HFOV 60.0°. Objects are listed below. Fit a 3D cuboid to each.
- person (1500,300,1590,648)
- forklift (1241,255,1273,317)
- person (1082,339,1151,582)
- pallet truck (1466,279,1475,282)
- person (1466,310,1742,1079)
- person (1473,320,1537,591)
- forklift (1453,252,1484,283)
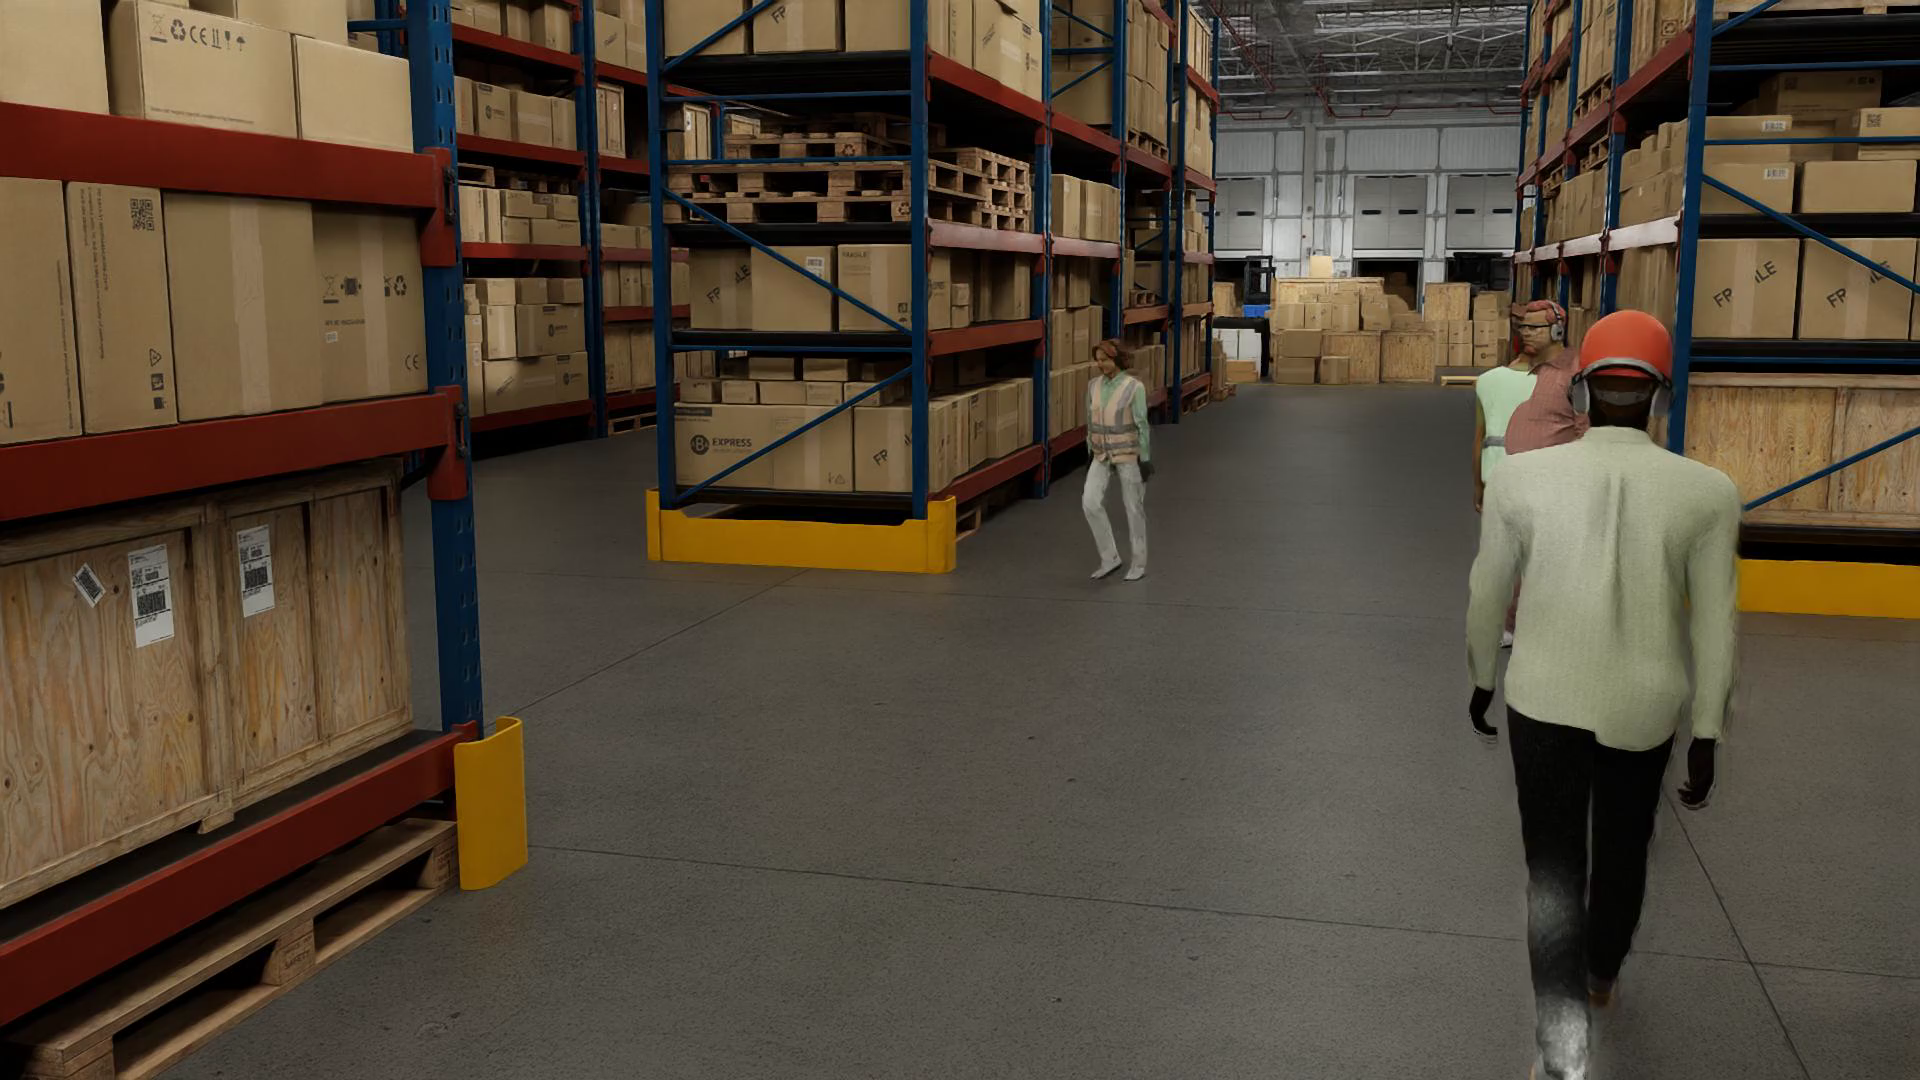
[{"bbox_3d":[3.063,-0.313,8.846,0.407,1.906,0.655,-5,10,-27],"label":"person"},{"bbox_3d":[10.551,-8.662,58.805,1.129,2.768,1.873,2,9,15],"label":"forklift"},{"bbox_3d":[1.044,-0.524,11.078,0.622,1.615,0.509,9,12,44],"label":"person"},{"bbox_3d":[18.896,-8.459,60.307,1.885,1.965,0.823,5,10,31],"label":"pallet truck"},{"bbox_3d":[1.615,0.393,4.271,0.615,1.931,1.029,2,9,14],"label":"person"},{"bbox_3d":[2.998,-0.279,8.892,0.569,1.833,0.401,8,12,40],"label":"person"},{"bbox_3d":[15.616,-7.466,51.204,1.129,2.768,1.873,-2,9,-13],"label":"forklift"}]
